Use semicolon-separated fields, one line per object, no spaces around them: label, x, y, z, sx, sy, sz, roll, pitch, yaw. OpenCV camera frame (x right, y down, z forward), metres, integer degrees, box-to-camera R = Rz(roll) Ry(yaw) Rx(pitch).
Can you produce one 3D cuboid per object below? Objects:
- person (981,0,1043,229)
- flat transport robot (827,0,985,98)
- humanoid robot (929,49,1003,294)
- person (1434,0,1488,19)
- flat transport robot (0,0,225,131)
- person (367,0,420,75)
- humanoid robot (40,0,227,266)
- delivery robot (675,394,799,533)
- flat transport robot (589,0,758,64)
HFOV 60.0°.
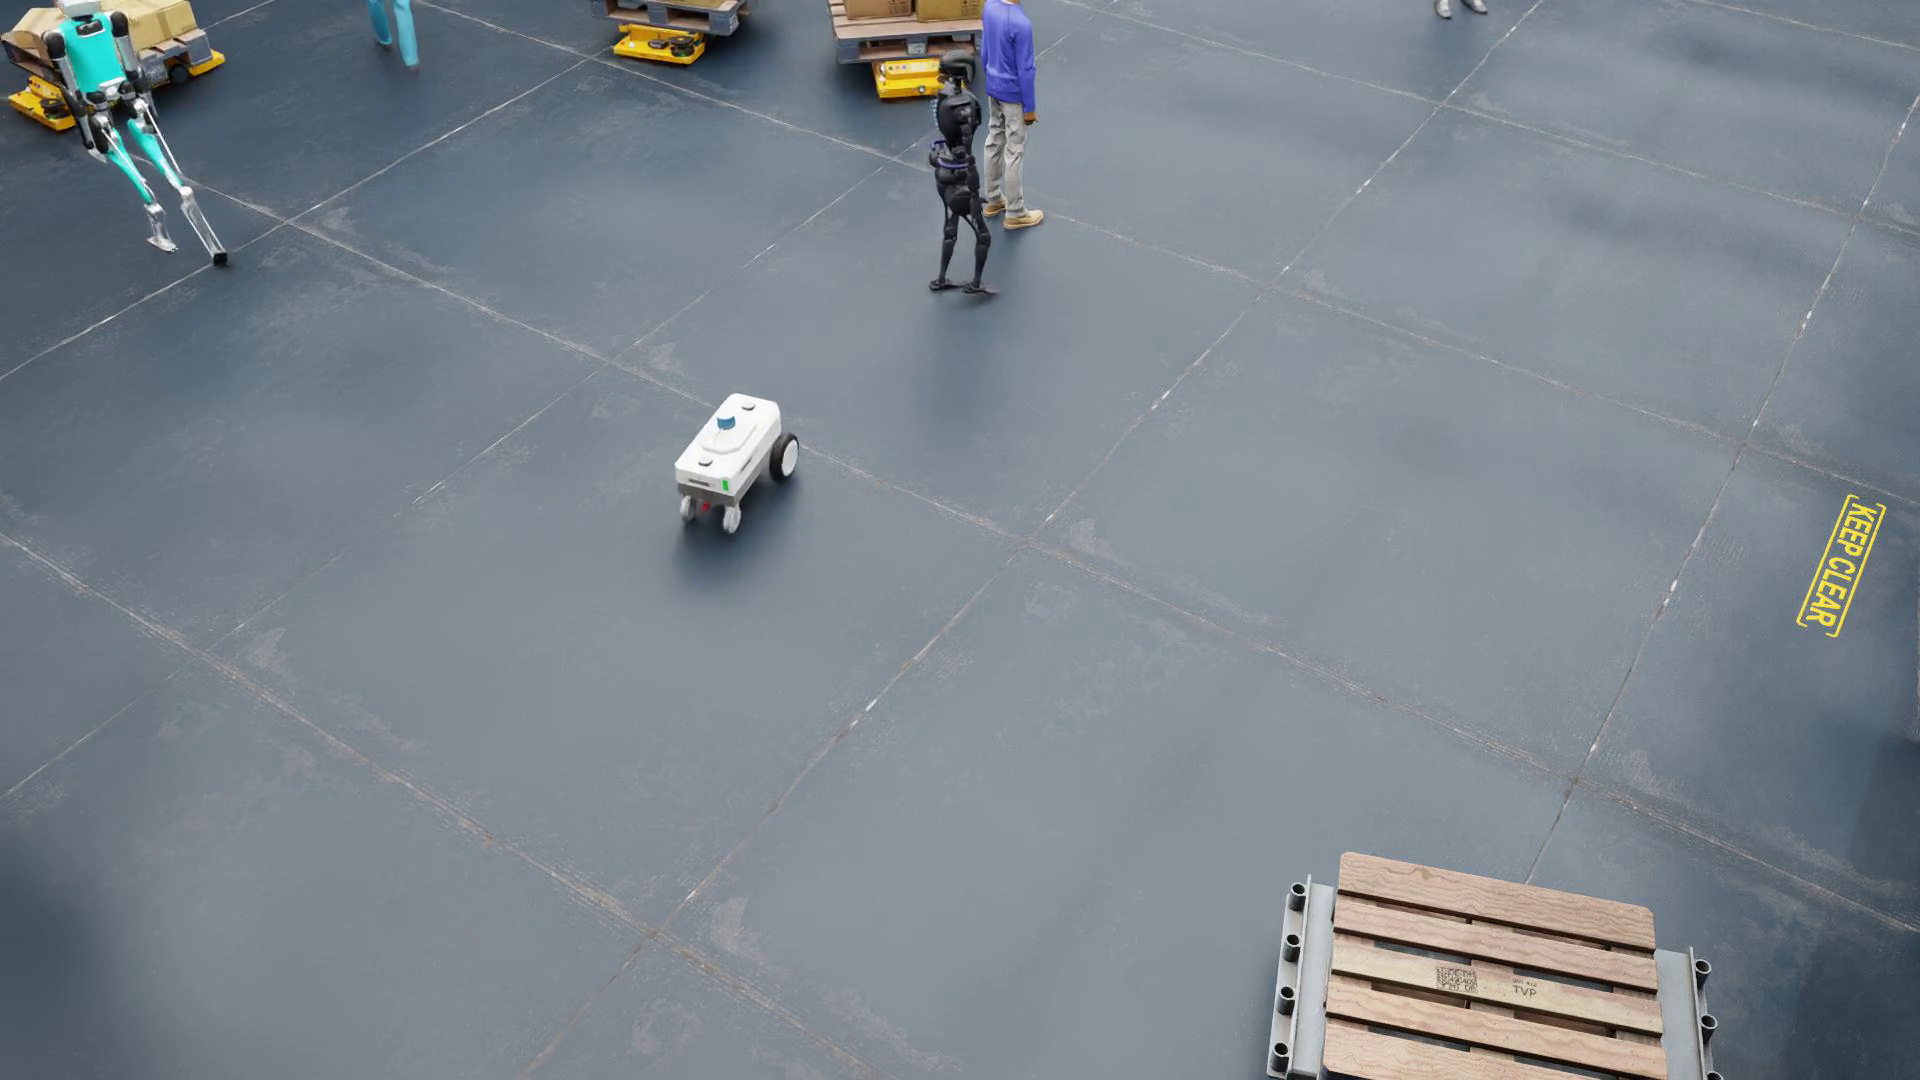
person;0.335;-2.924;10.850;0.342;1.874;0.458;-26;48;-26
flat transport robot;-0.403;-3.918;13.164;0.659;0.231;1.431;-6;42;-7
humanoid robot;0.025;-2.269;10.267;0.453;1.649;0.601;-10;43;-11
person;4.174;-5.182;13.333;0.562;1.932;0.437;-12;43;-13
flat transport robot;-6.479;-3.581;12.786;0.659;0.231;1.431;27;48;27
person;-4.448;-4.520;12.689;0.606;1.805;0.805;-14;44;-15
humanoid robot;-5.156;-2.507;10.544;0.832;1.856;0.550;27;48;27
delivery robot;-1.245;-0.463;9.095;0.499;0.611;0.809;14;44;15
flat transport robot;-2.231;-4.301;13.592;0.659;0.231;1.431;11;43;12
